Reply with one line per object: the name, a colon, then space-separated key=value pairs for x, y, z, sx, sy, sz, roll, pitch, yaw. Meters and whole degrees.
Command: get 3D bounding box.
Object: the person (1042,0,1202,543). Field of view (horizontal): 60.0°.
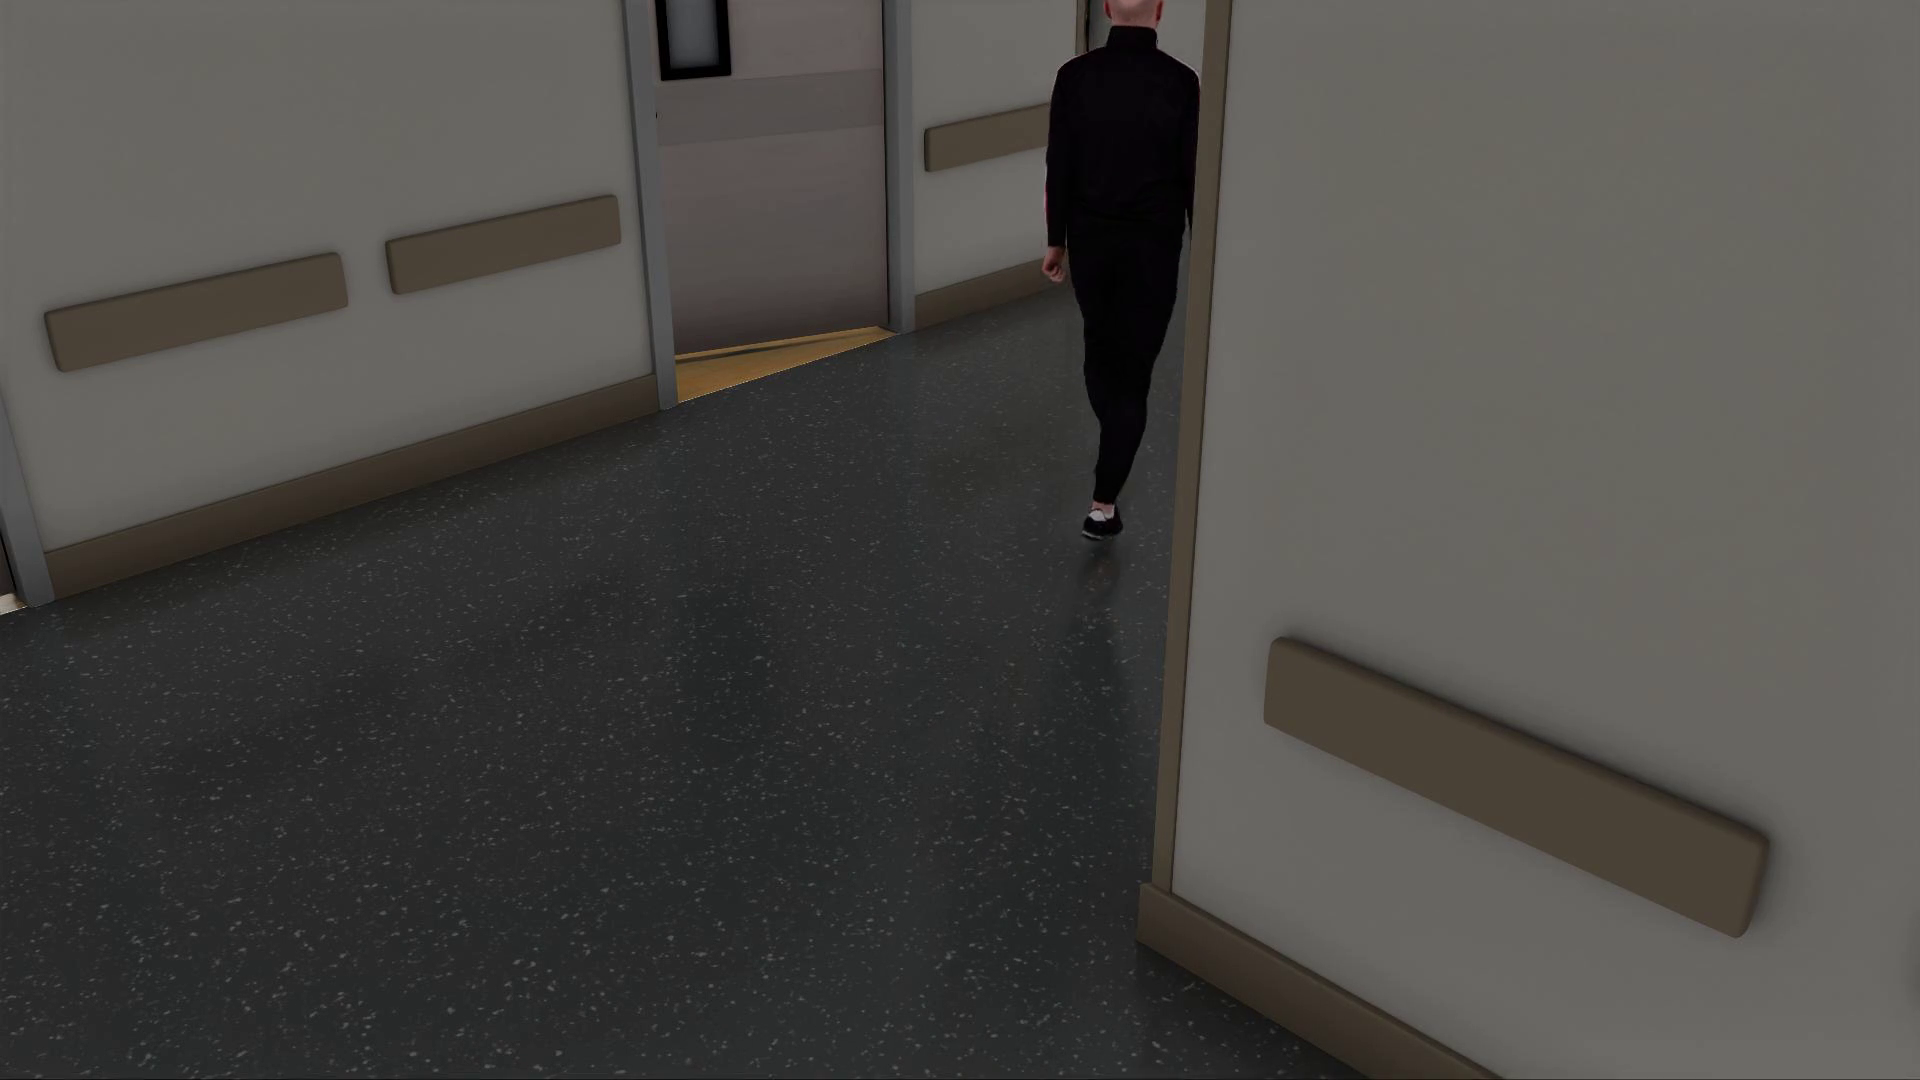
person: x=0.512 y=-0.852 z=5.337 sx=1.068 sy=1.786 sz=1.346 roll=8 pitch=27 yaw=16
